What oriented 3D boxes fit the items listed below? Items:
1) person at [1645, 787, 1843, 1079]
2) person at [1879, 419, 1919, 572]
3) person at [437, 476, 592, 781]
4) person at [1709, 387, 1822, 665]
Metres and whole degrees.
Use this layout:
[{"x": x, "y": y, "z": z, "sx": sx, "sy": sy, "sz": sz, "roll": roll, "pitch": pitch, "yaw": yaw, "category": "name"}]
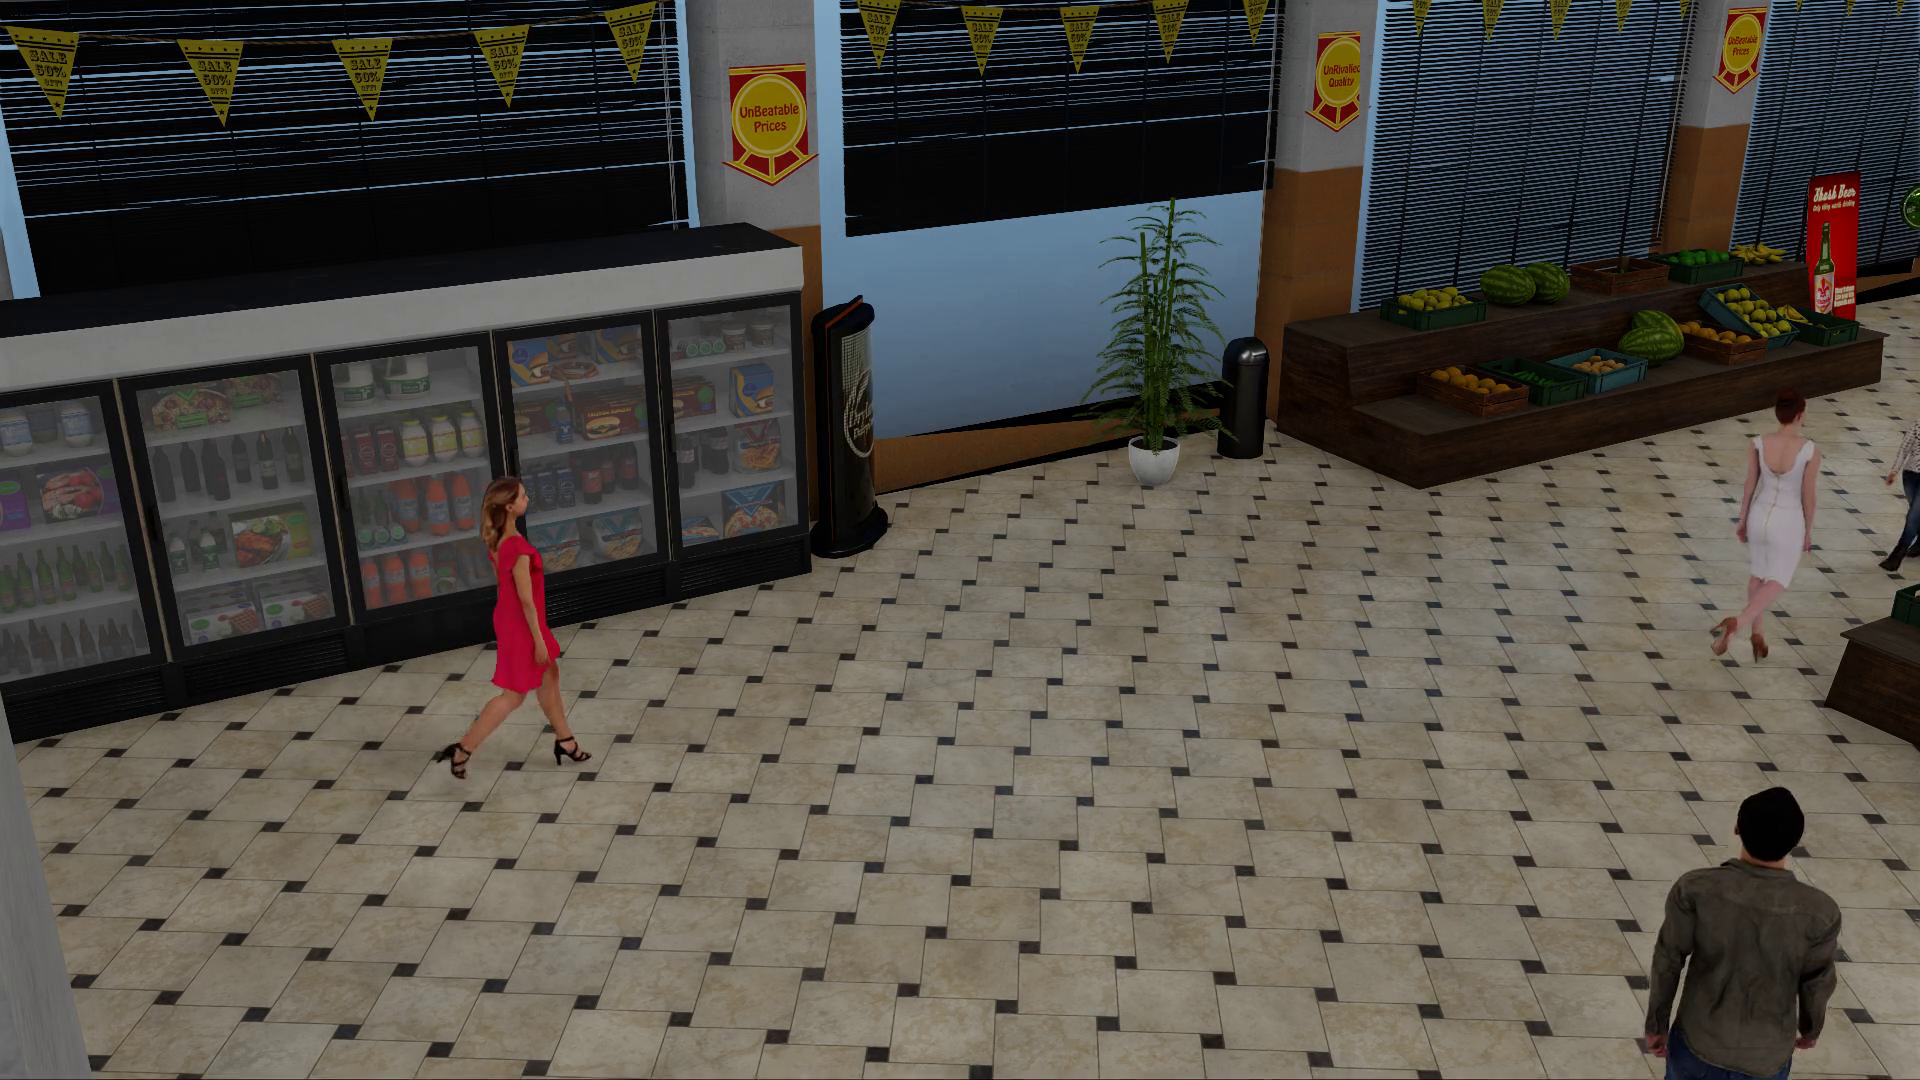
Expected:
[{"x": 2.528, "y": 1.705, "z": 5.467, "sx": 0.900, "sy": 1.846, "sz": 0.964, "roll": 12, "pitch": 25, "yaw": 27, "category": "person"}, {"x": 6.703, "y": -0.426, "z": 11.530, "sx": 0.931, "sy": 1.280, "sz": 0.499, "roll": -13, "pitch": 25, "yaw": -30, "category": "person"}, {"x": -2.376, "y": 0.506, "z": 8.658, "sx": 1.028, "sy": 1.691, "sz": 0.602, "roll": -11, "pitch": 24, "yaw": -25, "category": "person"}, {"x": 4.782, "y": -0.024, "z": 9.866, "sx": 0.985, "sy": 1.774, "sz": 0.660, "roll": -17, "pitch": 27, "yaw": -36, "category": "person"}]
